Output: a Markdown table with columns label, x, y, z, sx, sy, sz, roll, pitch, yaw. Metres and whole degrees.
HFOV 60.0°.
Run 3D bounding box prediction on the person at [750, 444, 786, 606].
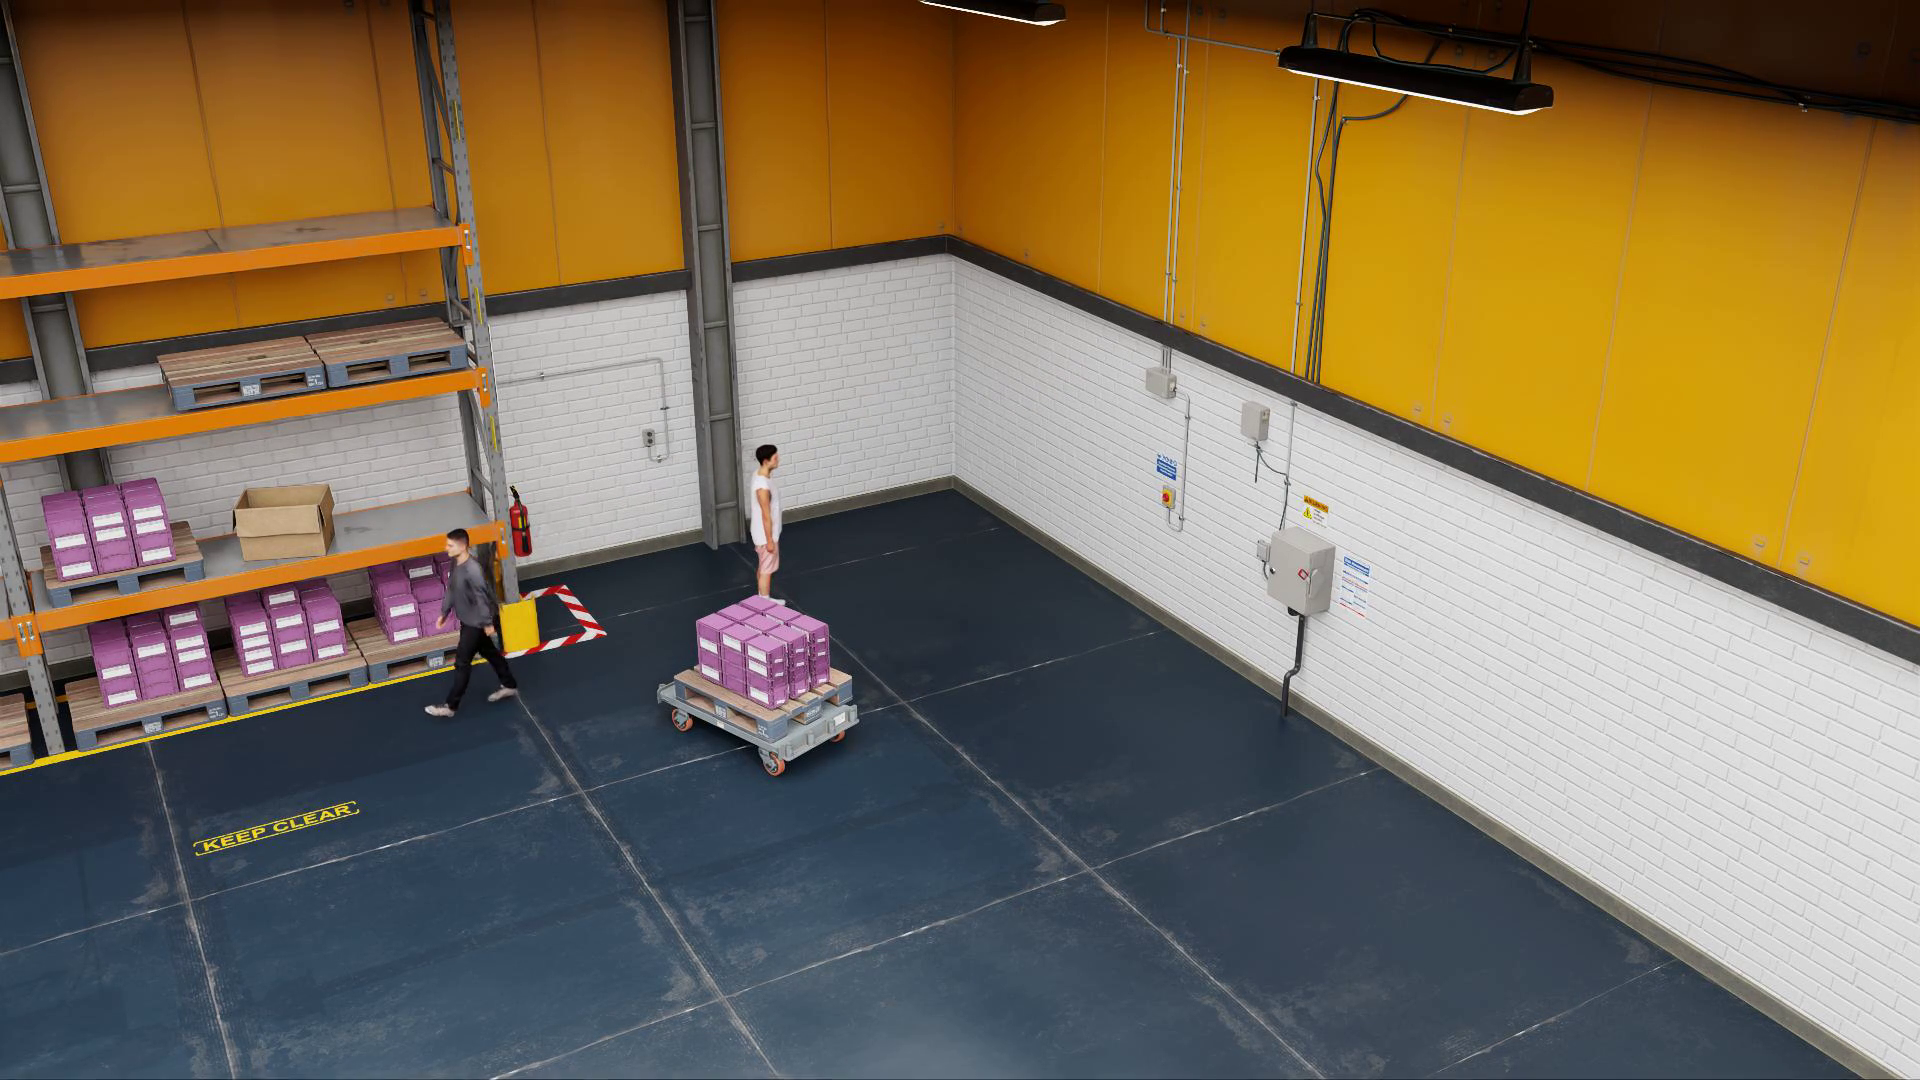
| label | x | y | z | sx | sy | sz | roll | pitch | yaw |
| --- | --- | --- | --- | --- | --- | --- | --- | --- | --- |
| person | -1.918 | -0.095 | 16.380 | 0.677 | 1.785 | 0.713 | -4 | 24 | -9 |

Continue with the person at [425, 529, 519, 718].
| label | x | y | z | sx | sy | sz | roll | pitch | yaw |
| --- | --- | --- | --- | --- | --- | --- | --- | --- | --- |
| person | -4.213 | 0.693 | 14.658 | 1.110 | 1.719 | 0.684 | -15 | 28 | -31 |
